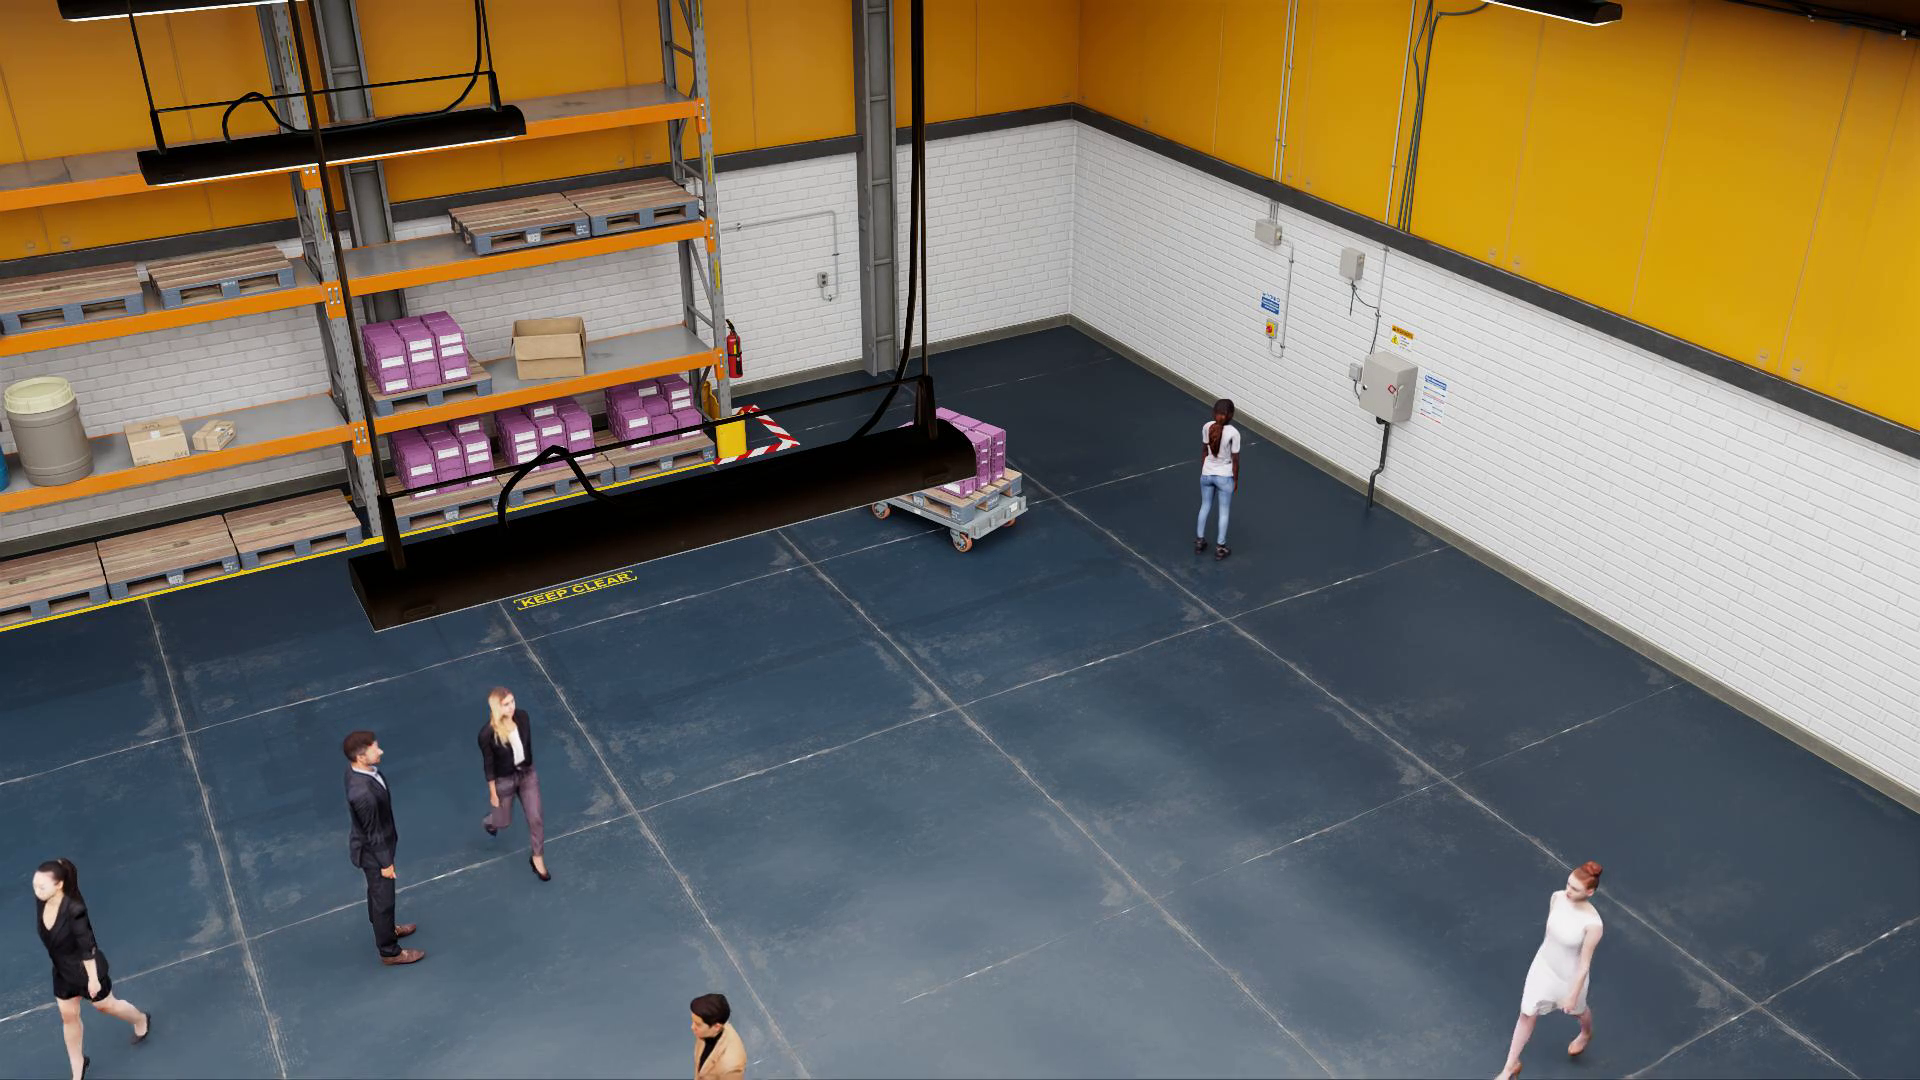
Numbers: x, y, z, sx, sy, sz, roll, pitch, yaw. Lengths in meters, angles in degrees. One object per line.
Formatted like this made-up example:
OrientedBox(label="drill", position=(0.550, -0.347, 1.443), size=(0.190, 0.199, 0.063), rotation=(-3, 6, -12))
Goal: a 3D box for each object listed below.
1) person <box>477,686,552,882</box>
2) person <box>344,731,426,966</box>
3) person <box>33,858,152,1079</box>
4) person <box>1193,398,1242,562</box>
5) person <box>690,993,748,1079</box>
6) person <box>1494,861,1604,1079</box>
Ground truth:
OrientedBox(label="person", position=(-3.401, 1.804, 12.464), size=(0.829, 1.647, 0.974), rotation=(24, 36, 36))
OrientedBox(label="person", position=(-4.080, 2.134, 11.632), size=(0.571, 1.864, 0.642), rotation=(-14, 32, -24))
OrientedBox(label="person", position=(-5.610, 2.731, 10.735), size=(0.868, 1.677, 0.981), rotation=(13, 31, 23))
OrientedBox(label="person", position=(2.613, -0.631, 16.853), size=(0.647, 1.719, 0.645), rotation=(19, 34, 31))
OrientedBox(label="person", position=(-1.286, 3.301, 9.684), size=(1.086, 1.682, 0.676), rotation=(-16, 32, -27))
OrientedBox(label="person", position=(3.920, 2.764, 10.597), size=(1.057, 1.750, 0.604), rotation=(-14, 31, -23))
